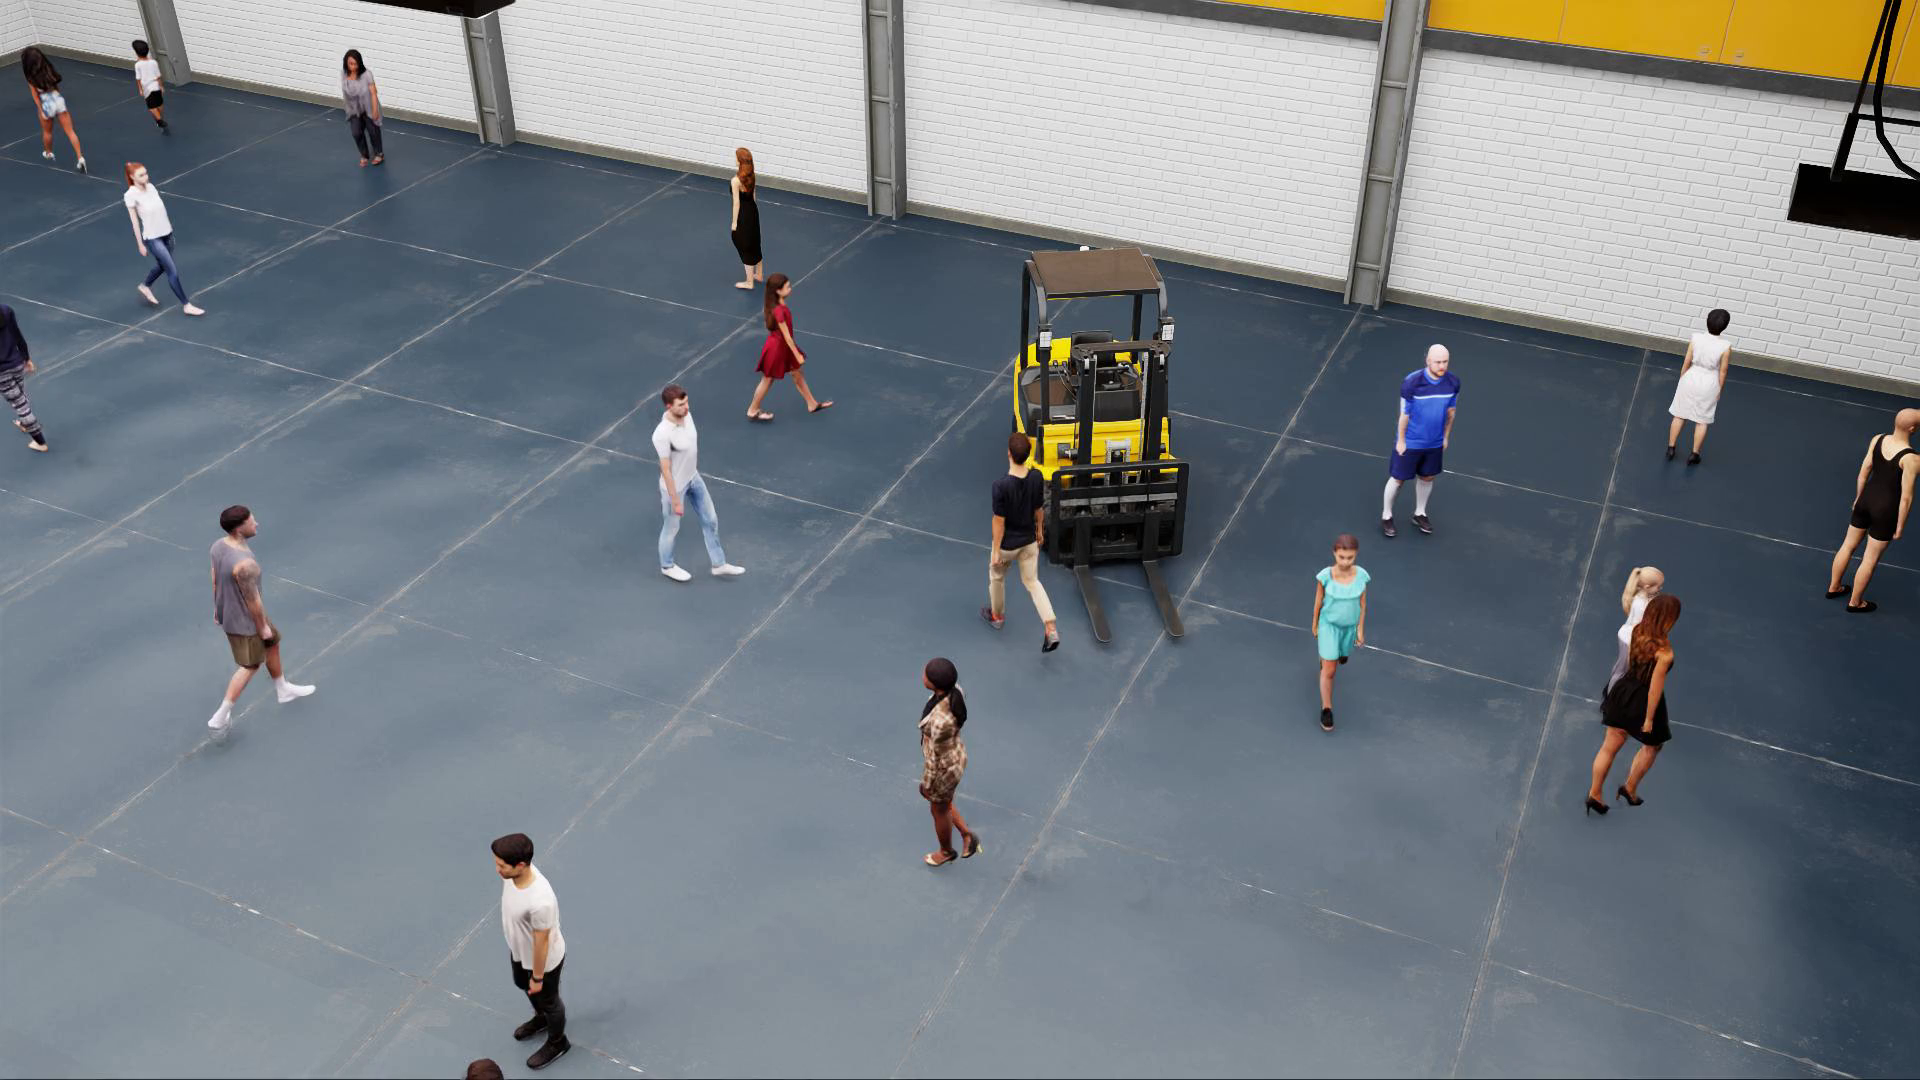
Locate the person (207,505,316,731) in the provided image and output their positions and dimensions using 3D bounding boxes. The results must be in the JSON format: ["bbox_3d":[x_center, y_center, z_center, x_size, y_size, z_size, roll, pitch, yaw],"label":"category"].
[{"bbox_3d":[-5.239,0.589,11.999,1.006,1.801,1.077,-28,43,-35],"label":"person"}]

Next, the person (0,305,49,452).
[{"bbox_3d":[-8.837,-1.595,15.476,0.905,1.707,0.670,17,37,24],"label":"person"}]

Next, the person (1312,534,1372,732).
[{"bbox_3d":[2.804,0.594,12.334,1.012,1.539,0.876,1,34,1],"label":"person"}]

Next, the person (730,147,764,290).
[{"bbox_3d":[-2.382,-3.597,18.562,0.572,1.625,0.576,16,37,23],"label":"person"}]

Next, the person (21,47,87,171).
[{"bbox_3d":[-11.683,-5.539,21.527,1.070,1.578,0.694,22,39,29],"label":"person"}]

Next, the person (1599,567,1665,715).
[{"bbox_3d":[4.984,0.737,12.357,0.487,1.277,0.483,16,37,22],"label":"person"}]

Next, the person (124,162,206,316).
[{"bbox_3d":[-8.743,-3.255,17.971,1.119,1.710,0.680,10,35,14],"label":"person"}]

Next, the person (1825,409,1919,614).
[{"bbox_3d":[7.363,-0.249,13.354,0.753,1.815,0.698,-11,35,-16],"label":"person"}]

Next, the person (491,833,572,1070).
[{"bbox_3d":[-2.402,2.318,9.580,0.792,1.717,0.680,-24,41,-32],"label":"person"}]

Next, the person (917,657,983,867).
[{"bbox_3d":[-0.027,1.491,10.765,0.731,1.783,0.660,8,34,12],"label":"person"}]

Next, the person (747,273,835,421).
[{"bbox_3d":[-1.808,-1.805,15.974,1.128,1.506,0.882,-3,34,-4],"label":"person"}]

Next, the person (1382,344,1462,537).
[{"bbox_3d":[3.949,-0.873,14.272,0.709,1.838,0.817,-4,34,-7],"label":"person"}]

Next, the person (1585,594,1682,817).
[{"bbox_3d":[4.474,1.155,11.236,0.831,1.822,0.770,-10,35,-15],"label":"person"}]

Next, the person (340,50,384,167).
[{"bbox_3d":[-7.802,-5.673,21.739,0.774,1.566,0.836,8,34,12],"label":"person"}]

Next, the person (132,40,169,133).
[{"bbox_3d":[-11.112,-6.229,22.860,0.813,1.250,0.630,28,42,35],"label":"person"}]

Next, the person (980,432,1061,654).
[{"bbox_3d":[0.495,0.059,12.880,1.042,1.827,1.233,-19,38,-26],"label":"person"}]

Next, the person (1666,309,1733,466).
[{"bbox_3d":[6.829,-1.417,15.346,0.511,1.555,0.654,21,39,29],"label":"person"}]

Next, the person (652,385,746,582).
[{"bbox_3d":[-2.379,-0.464,13.669,0.932,1.825,0.695,13,36,19],"label":"person"}]
